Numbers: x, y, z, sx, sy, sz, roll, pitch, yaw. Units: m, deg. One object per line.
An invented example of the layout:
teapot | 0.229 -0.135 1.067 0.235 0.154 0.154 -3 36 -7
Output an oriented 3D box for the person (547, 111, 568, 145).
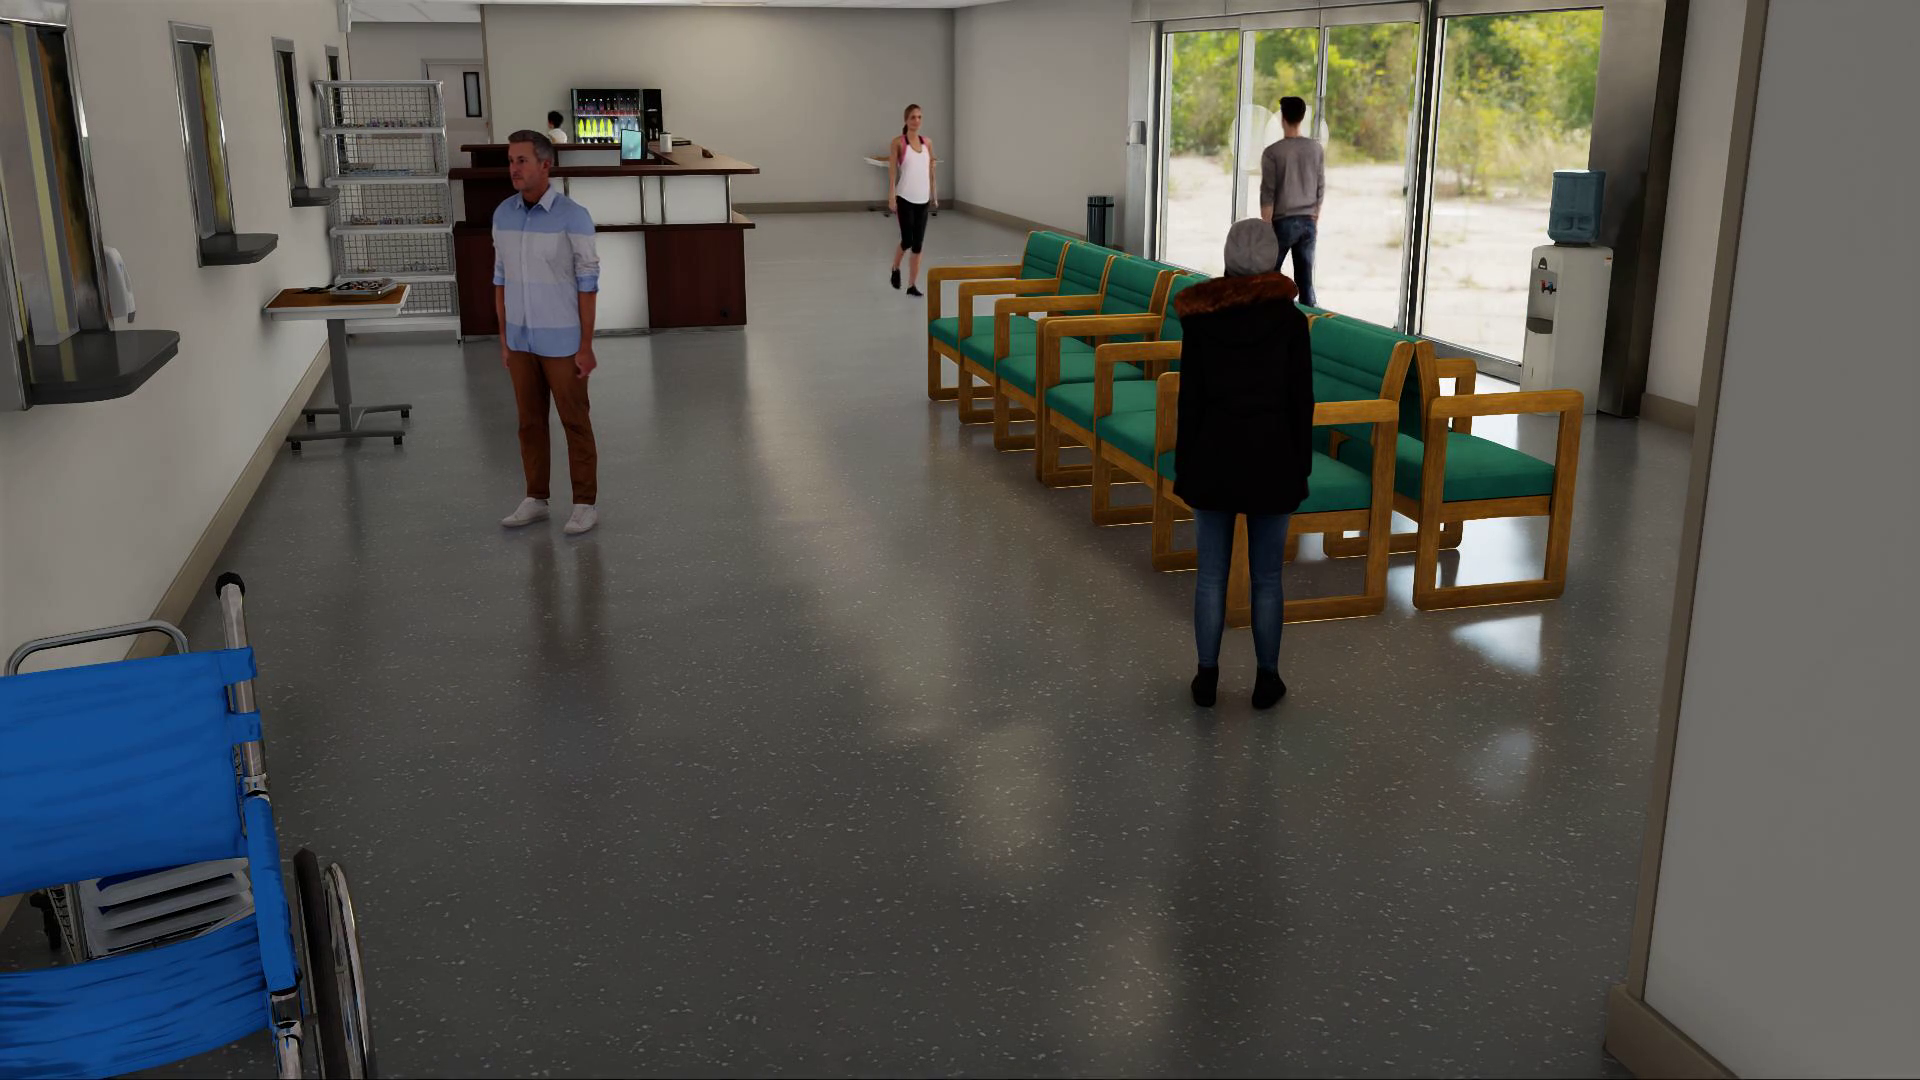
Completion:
person | -5.458 -5.073 22.796 0.974 1.539 0.832 5 17 17

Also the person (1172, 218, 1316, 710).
person | 0.934 -0.242 5.489 0.695 1.633 0.795 3 16 11

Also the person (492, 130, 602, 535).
person | -1.895 -0.947 7.634 0.715 1.825 0.824 5 17 18

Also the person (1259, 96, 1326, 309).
person | 2.465 -2.238 12.159 1.206 1.855 0.899 -1 16 -4

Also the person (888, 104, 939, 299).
person | -0.489 -3.170 15.605 0.733 1.778 0.772 -9 18 -29
